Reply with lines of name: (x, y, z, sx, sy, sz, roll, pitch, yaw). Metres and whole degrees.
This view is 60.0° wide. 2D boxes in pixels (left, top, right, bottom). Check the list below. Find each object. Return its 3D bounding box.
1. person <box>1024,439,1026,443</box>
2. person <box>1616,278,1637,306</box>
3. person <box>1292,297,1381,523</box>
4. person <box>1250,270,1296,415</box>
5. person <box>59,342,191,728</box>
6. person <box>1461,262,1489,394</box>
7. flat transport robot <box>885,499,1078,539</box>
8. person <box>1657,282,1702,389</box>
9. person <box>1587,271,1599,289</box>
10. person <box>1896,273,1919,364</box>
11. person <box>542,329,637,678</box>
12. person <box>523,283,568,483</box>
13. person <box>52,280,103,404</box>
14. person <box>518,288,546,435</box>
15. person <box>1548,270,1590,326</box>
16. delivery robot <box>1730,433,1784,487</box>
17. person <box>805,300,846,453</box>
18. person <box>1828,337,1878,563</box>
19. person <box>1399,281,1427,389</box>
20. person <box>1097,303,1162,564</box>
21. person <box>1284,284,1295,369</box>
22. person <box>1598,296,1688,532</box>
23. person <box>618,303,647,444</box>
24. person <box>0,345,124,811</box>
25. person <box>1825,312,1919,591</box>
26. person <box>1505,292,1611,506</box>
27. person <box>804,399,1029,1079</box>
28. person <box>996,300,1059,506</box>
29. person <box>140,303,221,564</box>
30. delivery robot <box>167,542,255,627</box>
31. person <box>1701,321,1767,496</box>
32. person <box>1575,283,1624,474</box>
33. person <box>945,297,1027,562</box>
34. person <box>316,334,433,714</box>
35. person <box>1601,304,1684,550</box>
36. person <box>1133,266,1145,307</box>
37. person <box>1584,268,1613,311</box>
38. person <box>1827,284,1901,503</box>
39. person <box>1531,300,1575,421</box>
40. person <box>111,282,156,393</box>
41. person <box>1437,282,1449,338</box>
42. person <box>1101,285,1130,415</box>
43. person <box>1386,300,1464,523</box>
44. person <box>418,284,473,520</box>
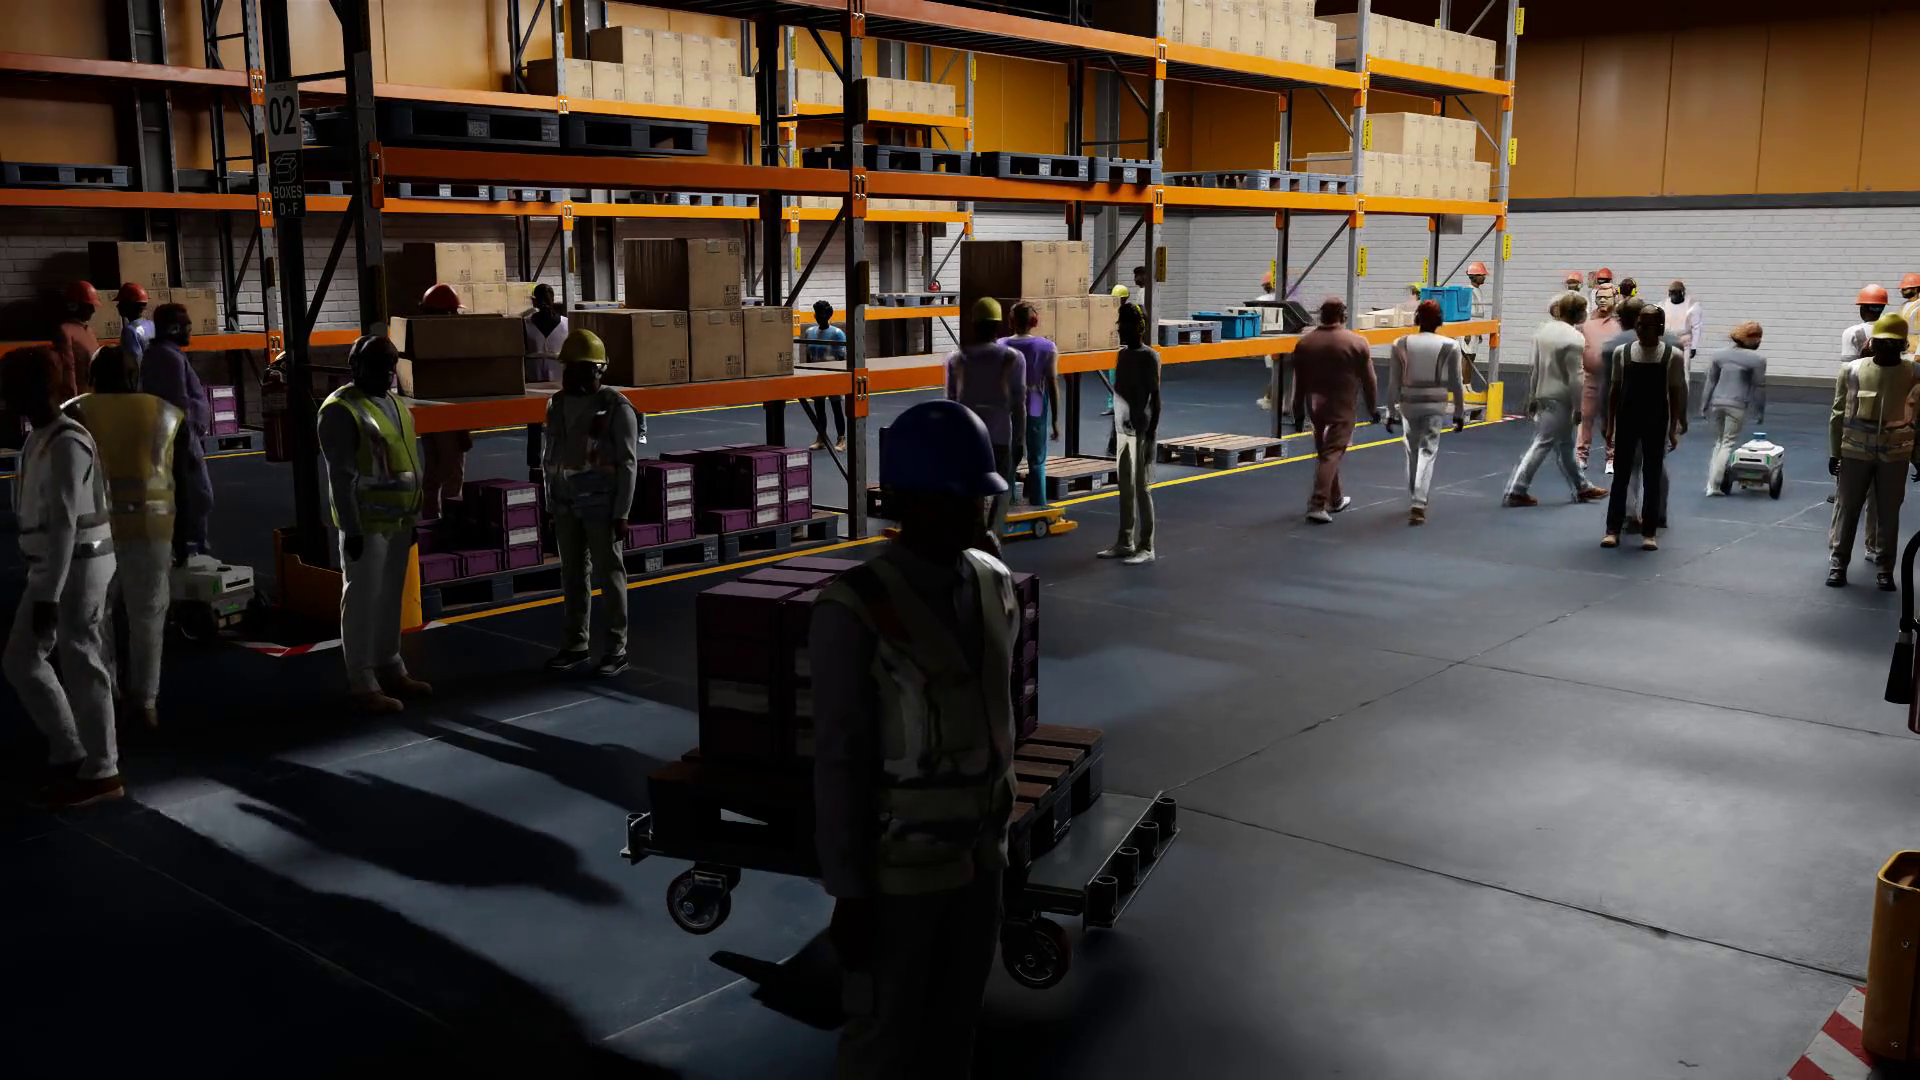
person: (0.649, -2.095, 19.326, 0.635, 1.937, 0.352, 4, 11, 22)
person: (8.629, -2.466, 21.629, 0.520, 1.873, 0.328, 7, 12, 36)
person: (3.109, -1.086, 13.856, 0.649, 1.851, 1.038, 8, 13, 37)
person: (4.296, -2.686, 22.691, 0.615, 1.954, 1.135, -1, 10, -7)
person: (-3.951, -0.016, 7.867, 0.638, 1.814, 0.485, -6, 12, -31)
person: (7.711, -3.139, 24.970, 0.378, 2.045, 0.605, 7, 12, 33)
flat transport robot: (0.179, -0.140, 12.938, 1.431, 0.197, 0.652, -8, 13, -39)
person: (10.009, -2.711, 23.274, 0.648, 1.777, 0.973, 6, 12, 32)
person: (10.835, -3.613, 28.170, 0.800, 1.877, 0.668, 4, 11, 21)
person: (12.116, -2.437, 21.280, 0.363, 1.934, 0.553, 0, 10, -1)
person: (-1.976, -0.191, 8.778, 0.590, 1.837, 0.404, 5, 11, 28)
person: (-3.955, -1.492, 15.947, 0.587, 1.920, 0.395, -3, 10, -15)
person: (-7.238, -1.142, 13.760, 0.387, 1.989, 0.608, -2, 10, -10)
person: (-5.008, -2.197, 20.300, 0.624, 1.802, 0.790, 6, 12, 32)
person: (8.504, -2.814, 23.404, 0.866, 1.955, 0.656, -9, 13, -41)
delivery robot: (7.334, -0.741, 15.288, 0.477, 0.478, 0.707, 7, 12, 35)
person: (-1.485, -1.807, 18.420, 0.546, 1.690, 0.321, 7, 12, 34)
person: (6.481, -0.639, 11.871, 0.522, 1.645, 0.305, 2, 10, 9)
person: (7.198, -3.249, 26.501, 0.451, 1.723, 0.561, -2, 10, -11)
person: (1.243, -0.752, 11.928, 0.334, 1.873, 0.571, -6, 11, -29)
person: (5.977, -4.105, 30.865, 0.600, 1.903, 0.580, -8, 13, -40)
person: (5.441, -0.999, 13.277, 0.678, 1.895, 0.721, 2, 10, 12)
person: (-3.829, -1.911, 19.182, 0.498, 1.626, 0.289, 0, 10, 2)
person: (-3.637, 0.165, 6.643, 0.476, 1.873, 0.601, -9, 14, -43)
person: (6.071, -0.582, 11.009, 0.588, 1.835, 0.403, 5, 11, 27)
person: (5.255, -1.216, 14.506, 1.037, 1.875, 0.632, -2, 10, -9)
person: (-0.064, 0.668, 3.568, 0.399, 1.945, 0.616, 8, 13, 38)
person: (0.499, -0.961, 13.134, 0.570, 1.845, 0.374, 2, 10, 11)
person: (-5.260, -0.648, 11.216, 0.603, 1.892, 0.688, -6, 12, -31)
delivery robot: (-4.451, 0.255, 9.617, 0.707, 0.478, 0.477, 4, 11, 20)
person: (7.042, -1.190, 15.139, 0.558, 1.590, 0.508, -7, 12, -34)
person: (6.445, -1.618, 16.701, 0.651, 1.906, 0.403, 7, 12, 33)
person: (0.171, -0.740, 11.676, 0.590, 1.915, 0.535, 2, 10, 11)
person: (-2.851, -0.085, 8.171, 0.430, 1.840, 0.621, 2, 10, 11)
person: (5.110, -0.841, 12.463, 0.505, 1.842, 0.348, 5, 11, 27)
person: (3.034, -3.589, 27.767, 0.405, 1.957, 0.619, 0, 10, -1)
person: (10.286, -3.389, 26.707, 0.552, 1.932, 0.377, 7, 12, 35)
person: (7.927, -1.263, 14.594, 0.552, 1.936, 0.360, -1, 10, -8)
person: (7.632, -2.288, 21.418, 0.500, 1.602, 0.855, 0, 10, -3)
person: (-7.503, -1.376, 15.221, 0.344, 1.942, 0.551, -1, 10, -3)
person: (7.206, -3.033, 25.221, 0.483, 1.745, 0.306, 5, 11, 26)
person: (2.153, -2.533, 22.318, 0.526, 1.765, 0.330, 8, 13, 37)
person: (3.873, -1.078, 13.853, 0.601, 1.834, 1.008, 5, 11, 26)
person: (-3.721, -0.841, 12.024, 0.611, 1.996, 0.387, 9, 14, 43)
